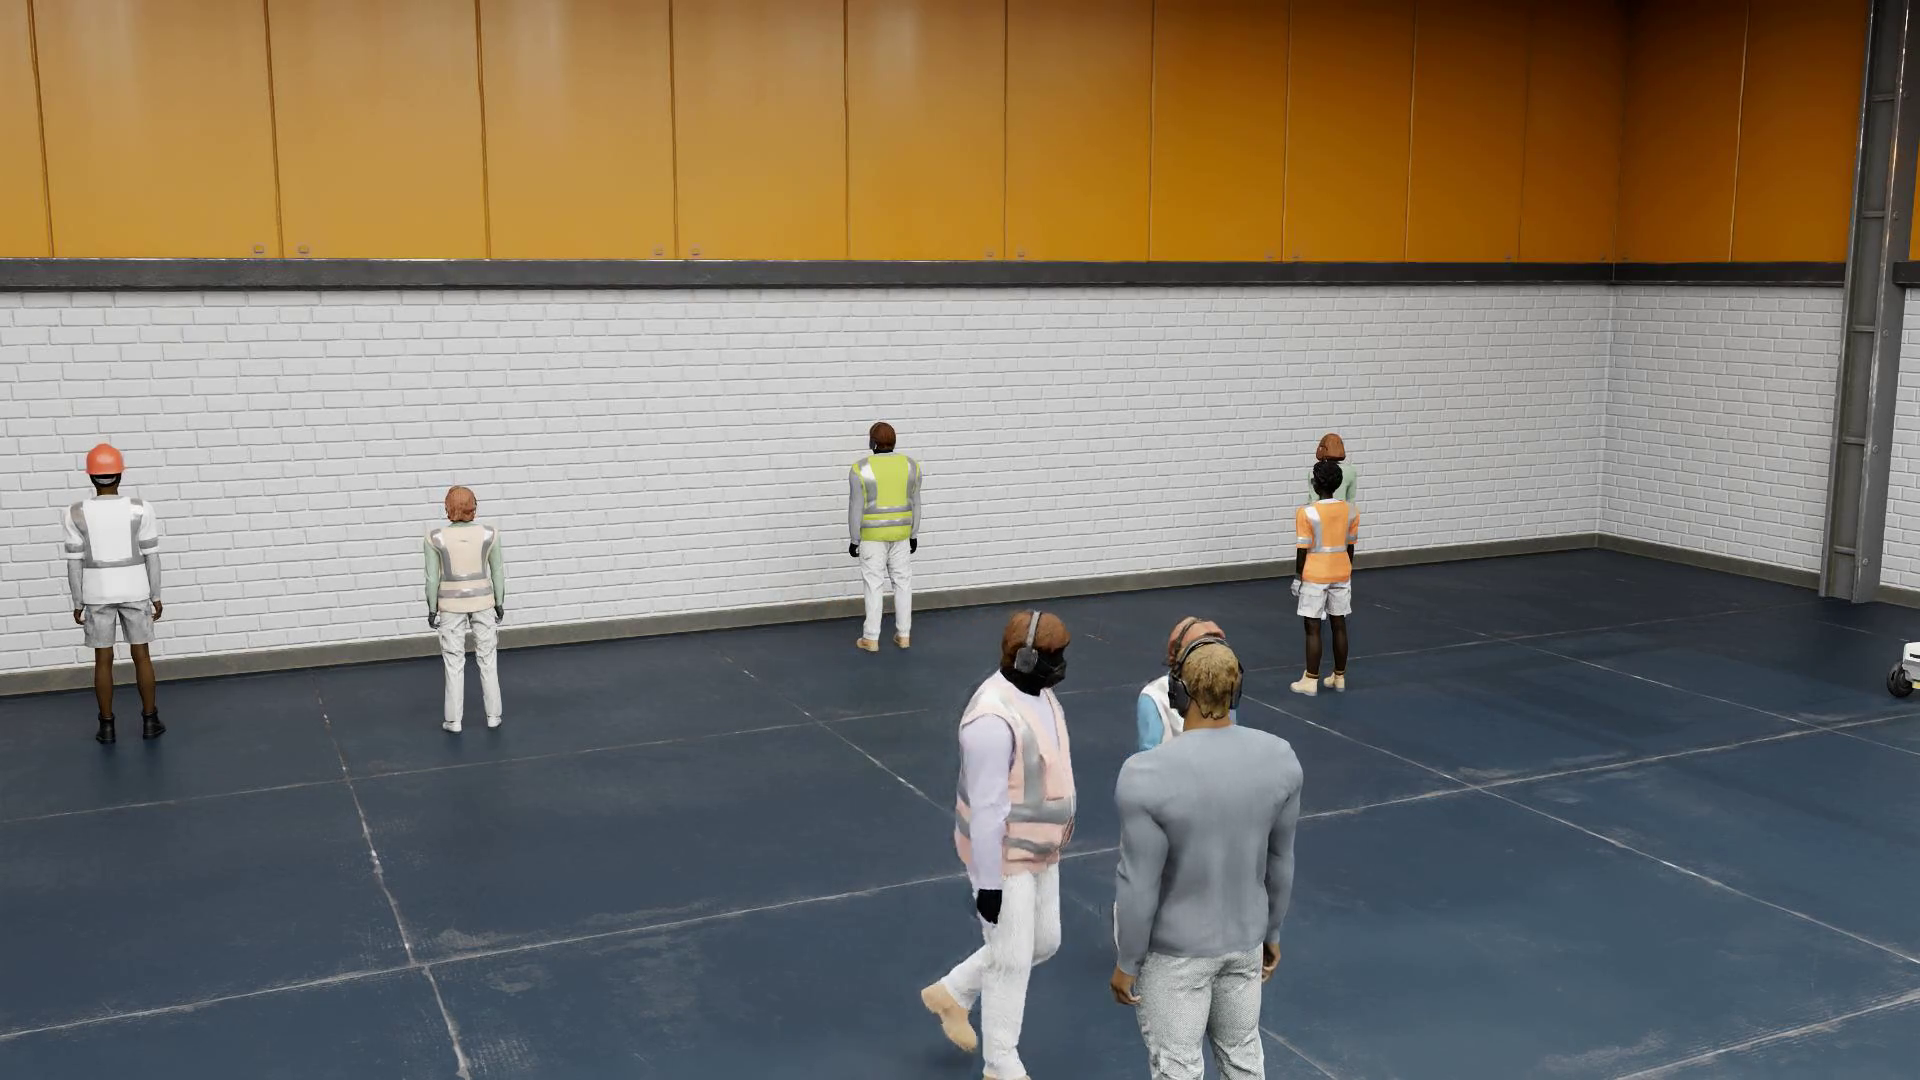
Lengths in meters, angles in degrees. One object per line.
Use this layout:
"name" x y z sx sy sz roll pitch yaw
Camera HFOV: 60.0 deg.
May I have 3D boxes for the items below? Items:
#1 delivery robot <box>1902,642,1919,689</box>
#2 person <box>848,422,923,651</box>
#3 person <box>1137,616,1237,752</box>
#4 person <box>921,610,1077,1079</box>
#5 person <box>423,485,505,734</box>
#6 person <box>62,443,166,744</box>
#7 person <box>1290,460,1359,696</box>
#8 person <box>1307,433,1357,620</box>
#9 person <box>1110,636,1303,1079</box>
"delivery robot" 7.023 0.827 11.747 0.707 0.478 0.477 -4 10 -25
"person" -0.615 -0.030 13.365 0.625 1.846 0.429 -4 10 -25
"person" 0.921 1.106 6.982 0.548 1.622 0.532 -6 11 -31
"person" 0.145 1.147 6.142 0.569 1.822 0.648 4 10 23
"person" -3.253 0.460 10.956 0.514 1.641 0.309 -4 10 -25
"person" -5.441 0.347 10.725 0.545 1.942 0.354 -4 10 -25
"person" 2.611 0.271 11.947 0.535 1.700 0.318 -4 10 -25
"person" 3.232 -0.118 14.561 0.500 1.633 0.280 -4 10 -25
"person" 0.743 1.249 5.139 0.630 1.940 0.372 -4 10 -25
